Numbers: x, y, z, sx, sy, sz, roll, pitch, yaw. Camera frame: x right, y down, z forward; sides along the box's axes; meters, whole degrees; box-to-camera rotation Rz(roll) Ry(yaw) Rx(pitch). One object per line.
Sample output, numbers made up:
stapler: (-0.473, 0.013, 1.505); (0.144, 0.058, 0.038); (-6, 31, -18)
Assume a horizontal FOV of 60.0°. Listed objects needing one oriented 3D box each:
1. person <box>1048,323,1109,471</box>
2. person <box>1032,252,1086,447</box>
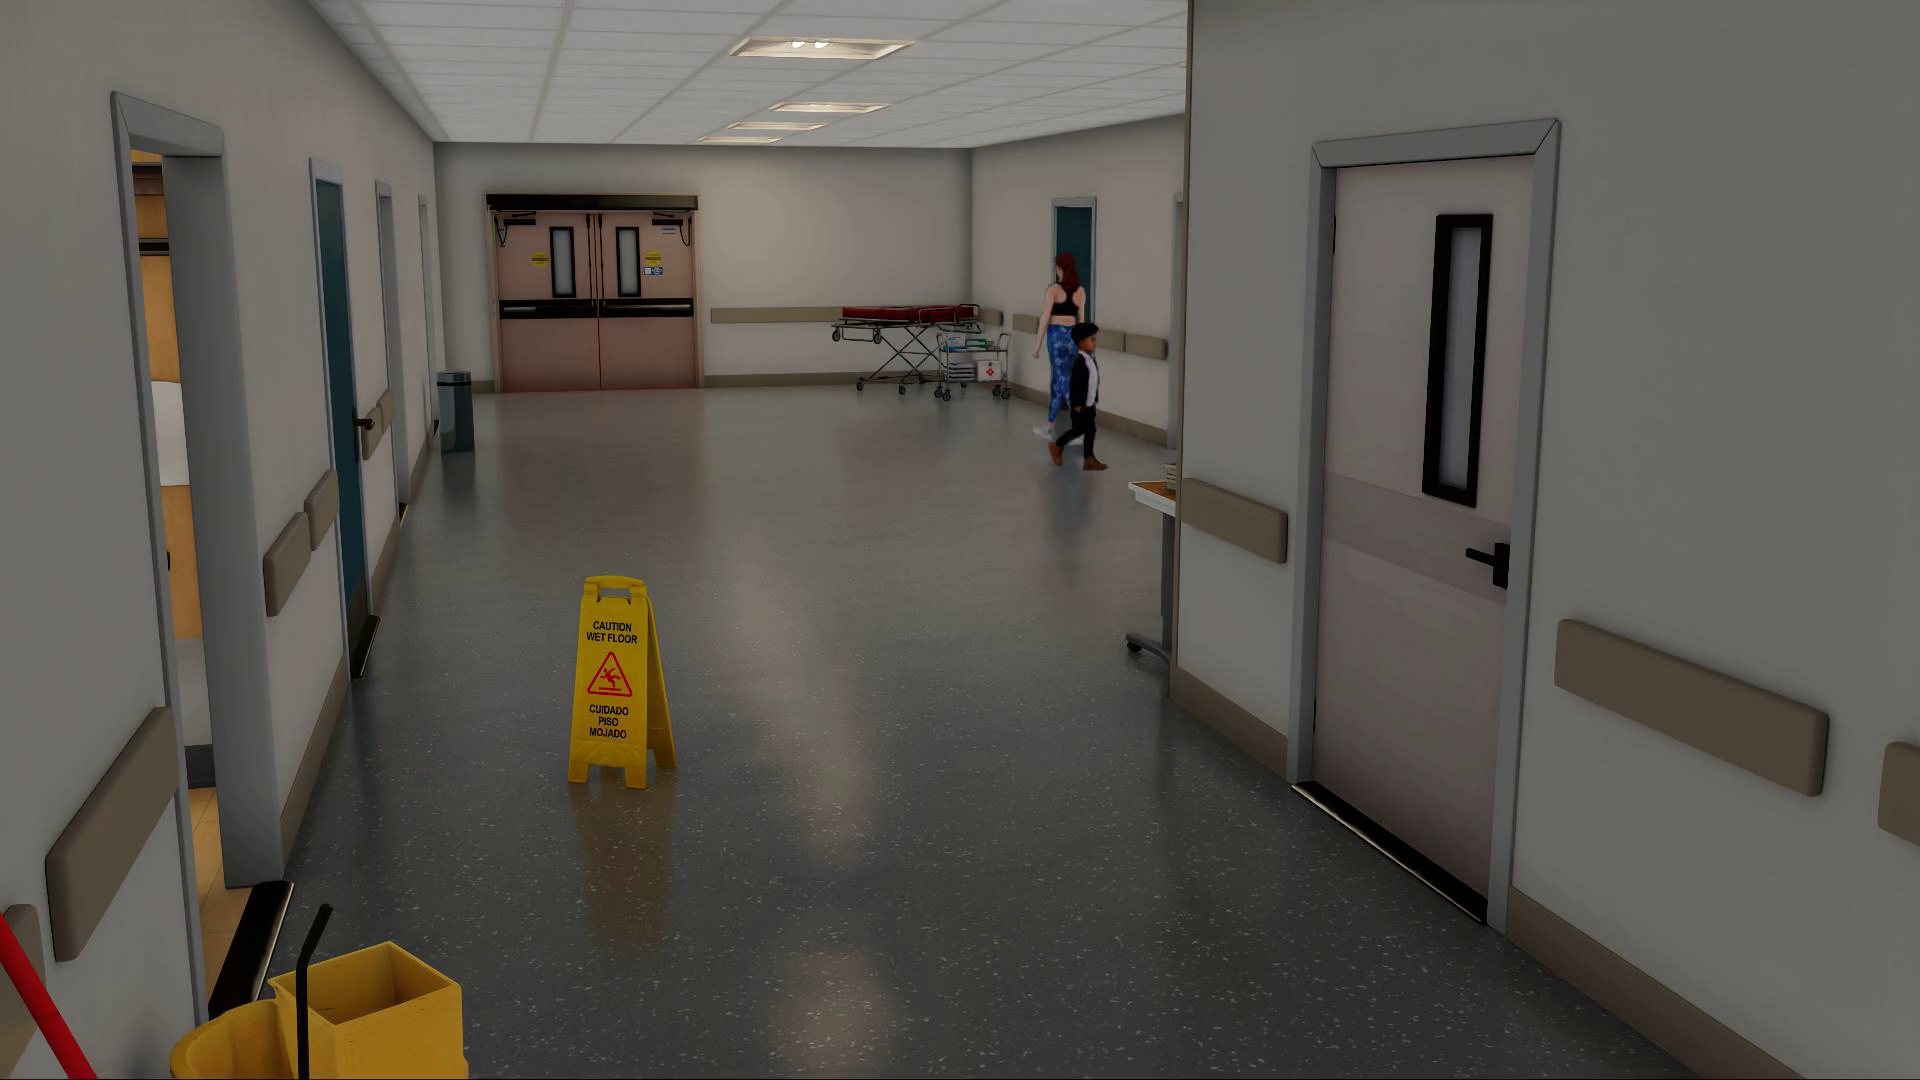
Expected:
person: (0.963, -1.172, 13.692); (0.824, 1.212, 0.755); (6, 13, 31)
person: (0.969, -1.678, 15.047); (0.818, 1.739, 1.254); (-6, 12, -29)
